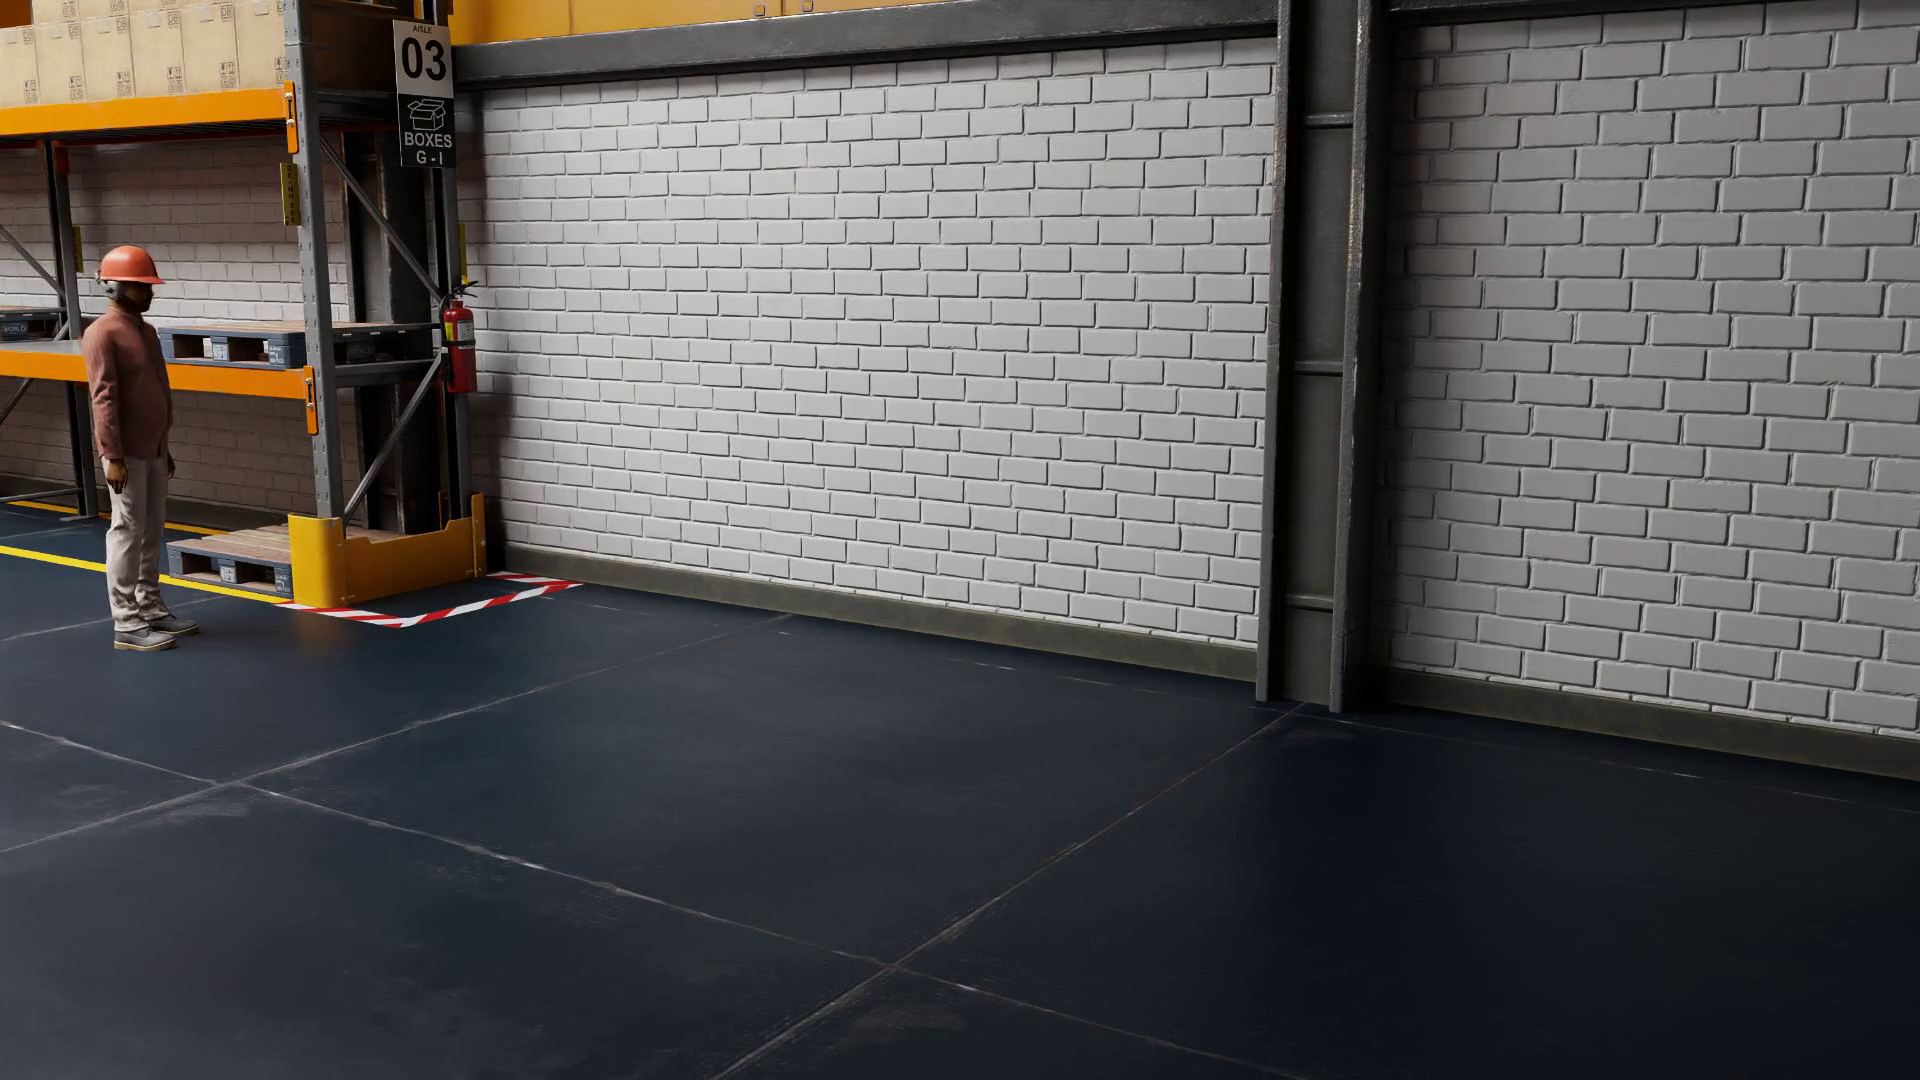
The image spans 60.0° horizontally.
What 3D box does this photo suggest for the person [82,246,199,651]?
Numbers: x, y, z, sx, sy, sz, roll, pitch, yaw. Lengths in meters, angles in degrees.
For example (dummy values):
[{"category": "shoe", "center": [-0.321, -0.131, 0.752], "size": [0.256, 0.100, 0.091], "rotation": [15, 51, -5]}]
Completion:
[{"category": "person", "center": [-4.085, -0.455, 8.280], "size": [0.389, 1.990, 0.625], "rotation": [-1, 10, -3]}]
